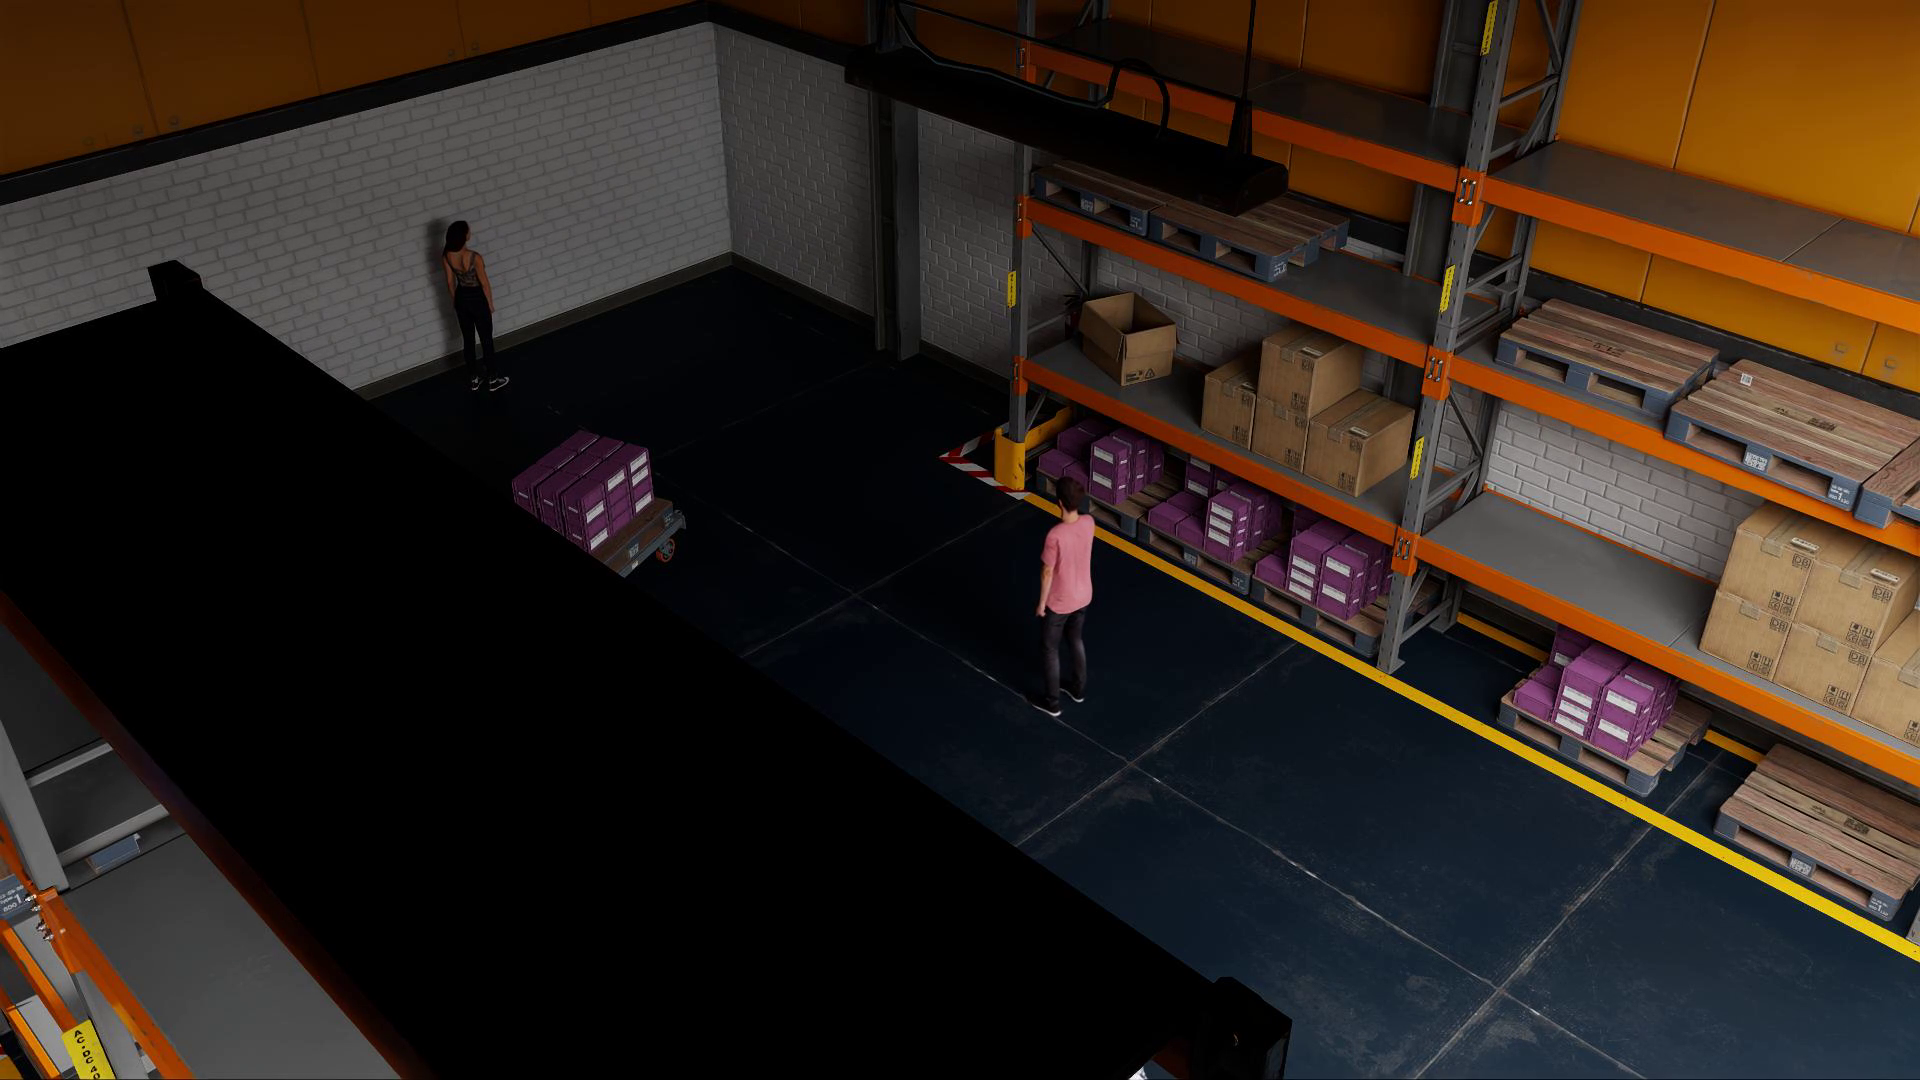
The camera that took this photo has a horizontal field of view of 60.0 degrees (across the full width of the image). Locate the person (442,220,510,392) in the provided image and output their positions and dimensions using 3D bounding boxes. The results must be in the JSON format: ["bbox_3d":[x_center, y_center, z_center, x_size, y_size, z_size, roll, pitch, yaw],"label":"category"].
[{"bbox_3d":[-4.841,-2.325,16.499,0.651,1.769,0.758,8,34,12],"label":"person"}]

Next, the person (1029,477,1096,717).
[{"bbox_3d":[0.789,0.421,12.200,0.640,1.953,0.550,-27,42,-34],"label":"person"}]
